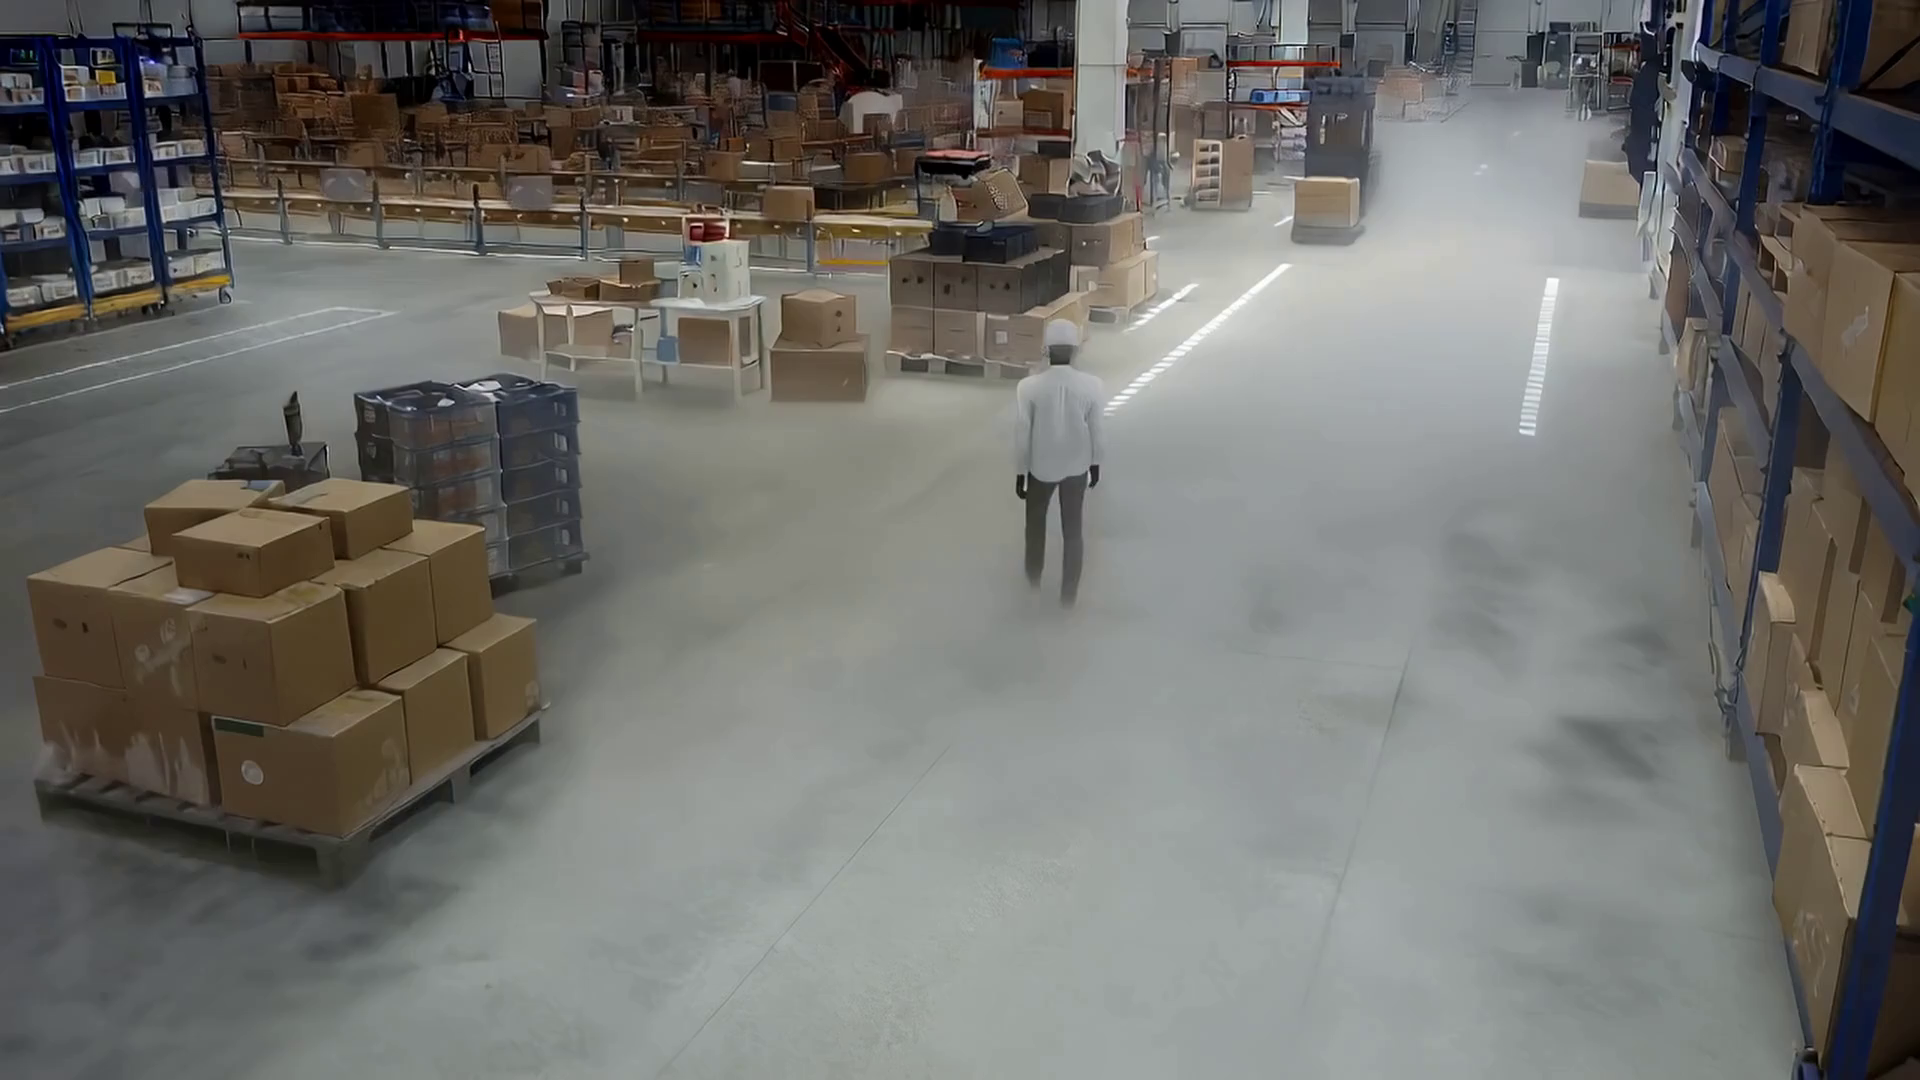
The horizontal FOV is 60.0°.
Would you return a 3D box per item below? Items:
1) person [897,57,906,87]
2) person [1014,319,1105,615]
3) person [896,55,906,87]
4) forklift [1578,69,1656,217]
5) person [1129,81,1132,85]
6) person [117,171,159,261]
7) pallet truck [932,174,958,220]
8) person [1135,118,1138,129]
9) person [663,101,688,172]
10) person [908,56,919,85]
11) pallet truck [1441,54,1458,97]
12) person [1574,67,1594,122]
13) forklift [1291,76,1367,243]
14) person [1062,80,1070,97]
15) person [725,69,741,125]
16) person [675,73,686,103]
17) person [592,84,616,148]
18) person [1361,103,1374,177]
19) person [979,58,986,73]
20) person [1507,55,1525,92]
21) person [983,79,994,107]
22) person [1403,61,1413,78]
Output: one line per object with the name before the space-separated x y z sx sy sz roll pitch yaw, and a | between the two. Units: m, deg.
person | -2.653 -20.768 74.965 0.447 1.918 0.581 -7 19 -22
person | 0.659 -0.528 11.303 0.654 1.955 0.885 -3 18 -8
person | -2.943 -23.188 82.703 0.507 1.841 0.351 -3 18 -9
forklift | 13.219 -7.740 32.475 1.873 2.768 1.129 6 19 18
person | 8.621 -24.117 85.512 0.625 1.920 0.884 -2 18 -5
person | -13.061 -5.277 26.517 0.937 1.776 0.617 0 18 0
pallet truck | -0.507 -5.292 27.348 0.653 1.274 1.630 6 19 19
person | 3.901 -9.502 39.387 0.417 2.031 0.710 -16 23 -40
person | -6.689 -9.437 39.420 0.687 1.882 0.654 -3 18 -8
person | -2.219 -22.484 80.496 0.577 1.848 0.934 3 18 8
pallet truck | 22.765 -21.886 78.355 0.823 1.965 1.885 -4 18 -14
person | 22.957 -16.400 61.171 0.608 1.965 0.365 11 21 31
forklift | 6.598 -6.755 29.381 1.129 2.768 1.873 6 19 19
person | 3.813 -15.412 58.654 0.769 1.609 0.516 7 19 21
person | -8.044 -15.700 59.016 1.023 1.947 0.622 14 22 37
person | -9.990 -15.749 59.391 0.421 1.801 0.625 -7 19 -21
person | -10.434 -12.404 48.757 1.008 1.884 0.551 15 23 40
person | 9.883 -9.839 40.600 0.366 1.935 0.552 0 18 0
person | 1.061 -21.225 76.490 0.595 1.869 0.597 -12 21 -32
person | 27.878 -23.342 83.283 0.635 1.794 0.984 -12 21 -34
person | 1.076 -16.653 62.406 0.505 1.692 0.916 14 23 38
person | 18.547 -18.896 69.084 0.561 1.924 0.407 -13 22 -35
